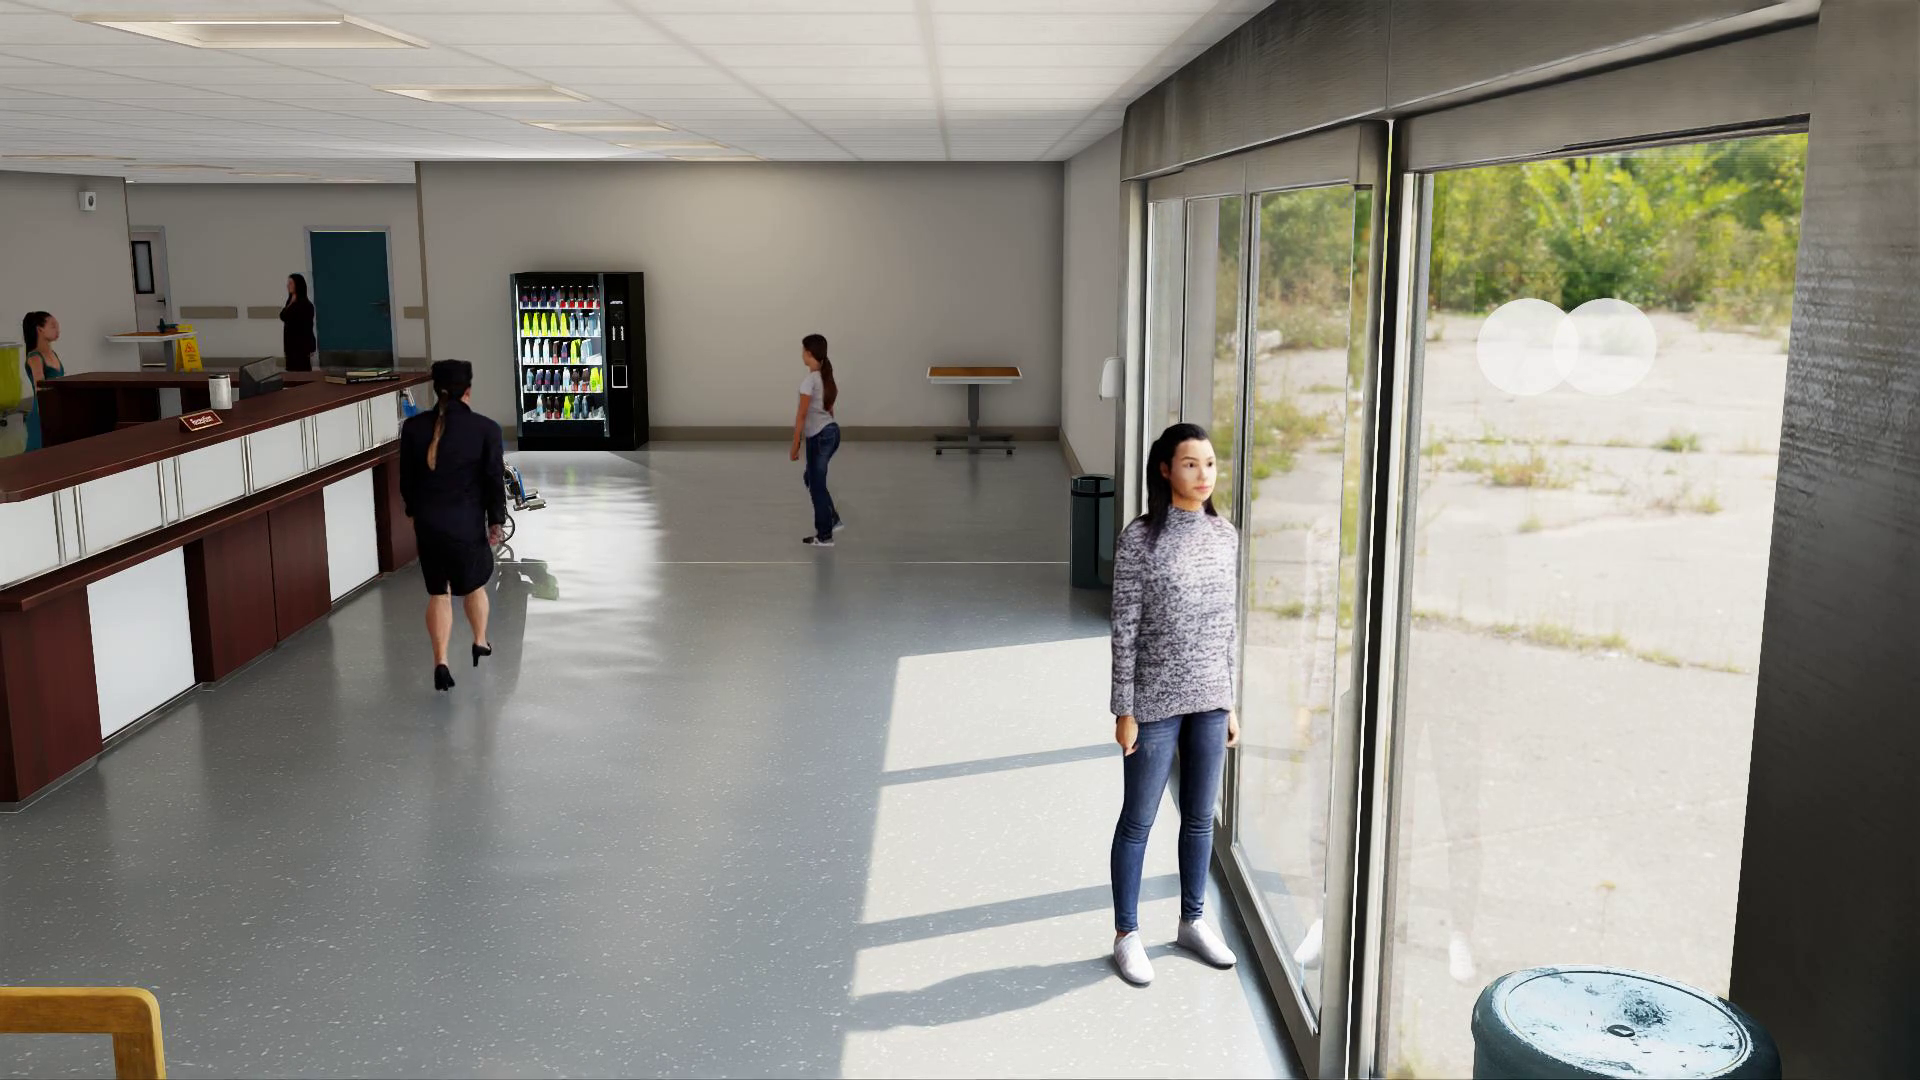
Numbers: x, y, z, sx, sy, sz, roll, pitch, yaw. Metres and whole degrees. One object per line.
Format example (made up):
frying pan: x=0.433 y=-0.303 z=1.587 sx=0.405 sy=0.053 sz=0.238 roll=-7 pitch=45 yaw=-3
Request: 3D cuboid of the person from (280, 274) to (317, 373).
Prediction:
person: x=-7.832 y=-2.300 z=19.951 sx=1.102 sy=1.732 sz=1.004 roll=-9 pitch=14 yaw=-40

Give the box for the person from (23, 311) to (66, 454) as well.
person: x=-6.998 y=-0.860 z=12.598 sx=1.066 sy=1.643 sz=0.587 roll=-1 pitch=11 yaw=-4

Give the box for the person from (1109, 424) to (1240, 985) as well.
person: x=0.678 y=0.496 z=5.219 sx=0.599 sy=1.731 sz=0.739 roll=-5 pitch=12 yaw=-23

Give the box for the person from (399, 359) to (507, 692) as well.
person: x=-2.558 y=-0.035 z=8.285 sx=1.004 sy=1.630 sz=0.823 roll=-1 pitch=11 yaw=-5

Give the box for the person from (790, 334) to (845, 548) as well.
person: x=-0.965 y=-0.722 z=12.110 sx=0.667 sy=1.554 sz=0.623 roll=5 pitch=12 yaw=24
